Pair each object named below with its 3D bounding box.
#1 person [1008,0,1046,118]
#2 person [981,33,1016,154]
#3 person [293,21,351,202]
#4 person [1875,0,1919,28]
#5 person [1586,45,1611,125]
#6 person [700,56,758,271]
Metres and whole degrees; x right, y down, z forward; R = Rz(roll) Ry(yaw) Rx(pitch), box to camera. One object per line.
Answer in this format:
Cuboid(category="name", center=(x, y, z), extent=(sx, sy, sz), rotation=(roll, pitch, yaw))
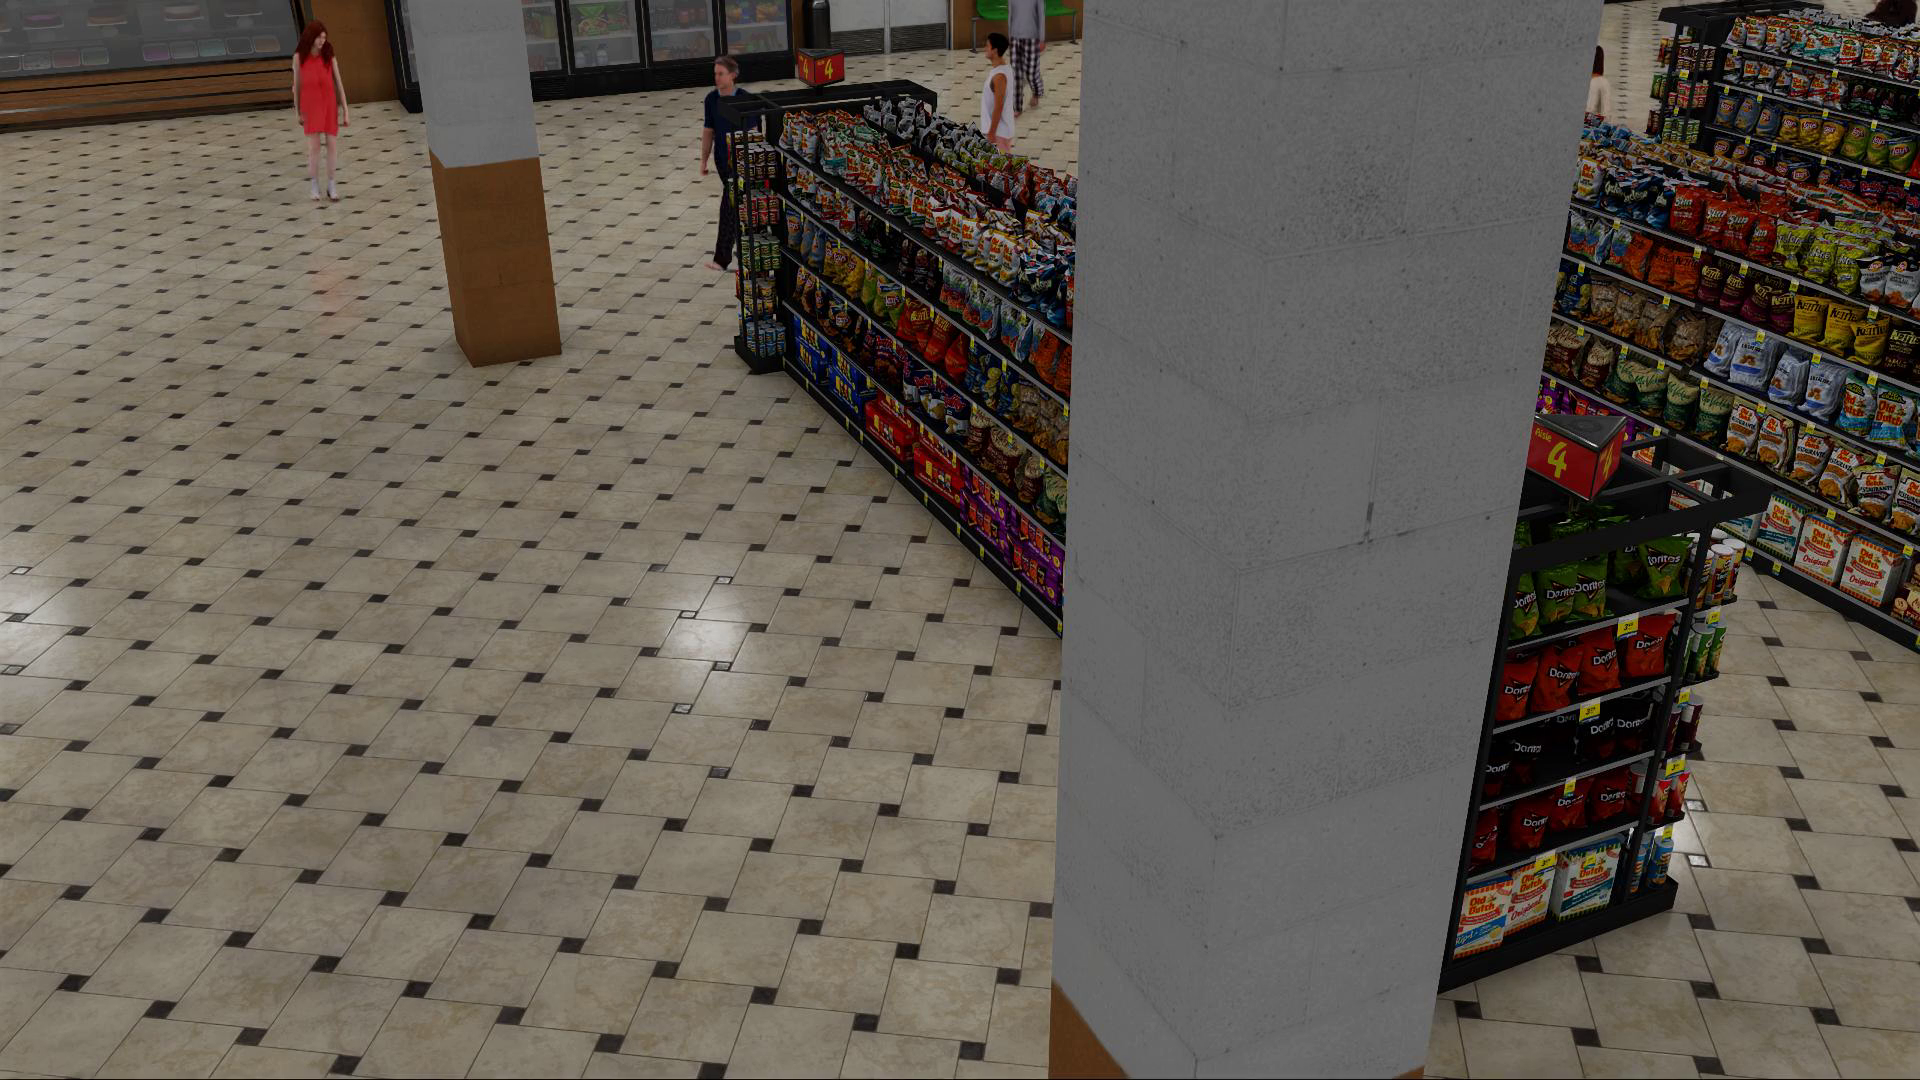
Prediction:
Cuboid(category="person", center=(0.827, -6.134, 20.330), extent=(1.088, 1.812, 1.180), rotation=(8, 28, 15))
Cuboid(category="person", center=(0.383, -4.008, 16.164), extent=(0.793, 1.789, 0.696), rotation=(4, 27, 8))
Cuboid(category="person", center=(-6.454, -4.282, 16.705), extent=(0.637, 1.789, 0.656), rotation=(-7, 28, -14))
Cuboid(category="person", center=(11.200, -5.910, 20.058), extent=(1.105, 1.659, 1.105), rotation=(13, 30, 24))
Cuboid(category="person", center=(5.983, -3.957, 16.202), extent=(0.864, 1.664, 0.871), rotation=(24, 35, 39))
Cuboid(category="person", center=(-1.976, -3.359, 14.855), extent=(1.232, 1.816, 1.186), rotation=(15, 30, 27))
